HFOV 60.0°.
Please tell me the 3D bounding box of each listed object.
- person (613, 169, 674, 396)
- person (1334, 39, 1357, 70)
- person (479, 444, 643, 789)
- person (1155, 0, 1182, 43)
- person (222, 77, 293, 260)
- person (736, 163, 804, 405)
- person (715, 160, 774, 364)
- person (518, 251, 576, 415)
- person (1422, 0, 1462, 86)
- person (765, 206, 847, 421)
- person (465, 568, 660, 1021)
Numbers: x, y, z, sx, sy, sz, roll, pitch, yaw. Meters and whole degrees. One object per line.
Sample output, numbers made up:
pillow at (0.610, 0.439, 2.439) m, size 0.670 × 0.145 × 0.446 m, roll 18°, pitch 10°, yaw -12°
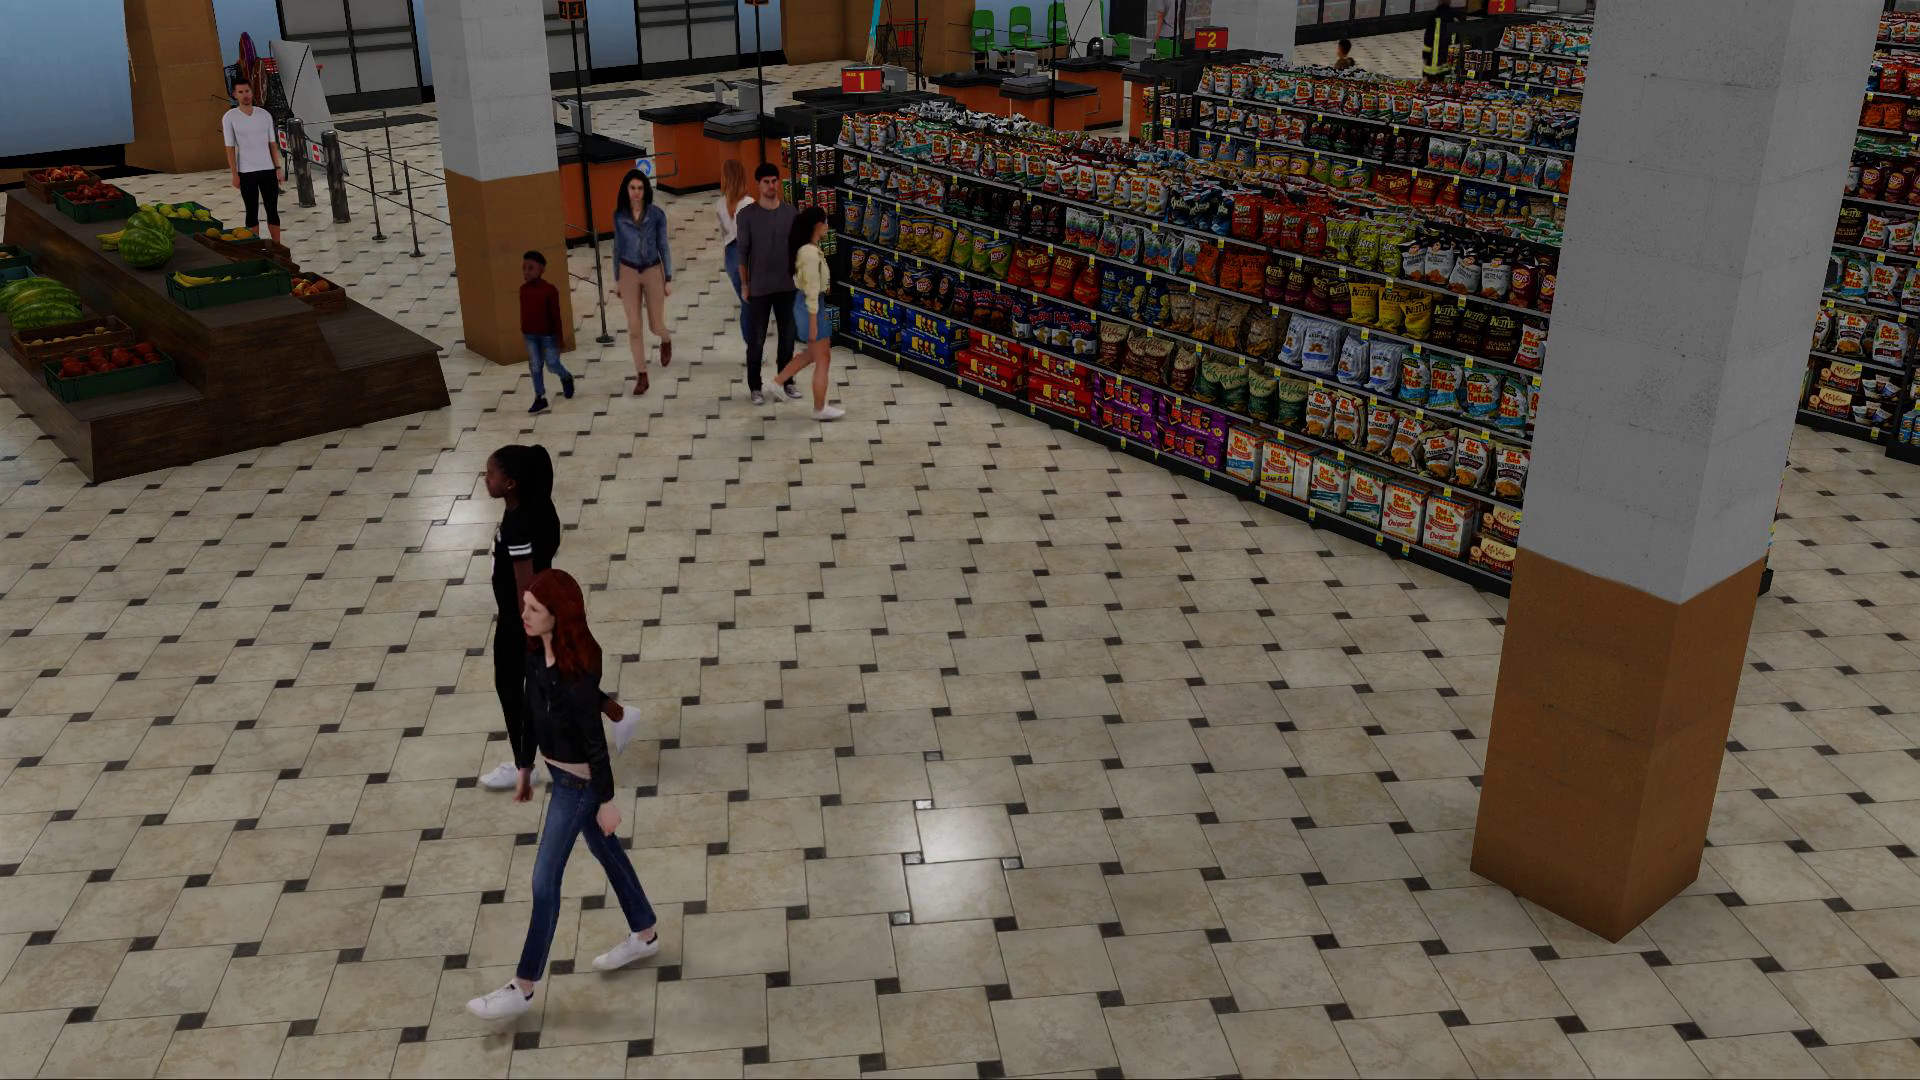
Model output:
person at (-2.499, -2.064, 13.194) m, size 0.960 × 1.756 × 1.027 m, roll 2°, pitch 24°, yaw 4°
person at (5.245, -6.114, 22.828) m, size 0.555 × 1.453 × 0.582 m, roll 21°, pitch 31°, yaw 39°
person at (-1.904, 0.369, 7.694) m, size 1.020 × 1.709 × 1.032 m, roll -2°, pitch 24°, yaw -5°
person at (3.495, -8.551, 27.851) m, size 0.669 × 1.890 × 0.563 m, roll -18°, pitch 29°, yaw -35°
person at (-7.207, -3.786, 17.010) m, size 0.652 × 1.852 × 0.542 m, roll -18°, pitch 30°, yaw -36°
person at (-1.471, -2.003, 12.934) m, size 0.717 × 1.853 × 0.622 m, roll -12°, pitch 26°, yaw -25°
person at (-1.815, -2.230, 13.631) m, size 0.780 × 1.710 × 0.846 m, roll 14°, pitch 27°, yaw 29°
person at (-3.185, -1.606, 12.788) m, size 0.731 × 1.243 × 0.757 m, roll 7°, pitch 25°, yaw 16°
person at (7.304, -7.365, 25.214) m, size 1.043 × 1.831 × 1.186 m, roll -5°, pitch 24°, yaw -10°
person at (-1.191, -1.692, 12.519) m, size 0.921 × 1.617 × 0.900 m, roll -4°, pitch 24°, yaw -9°
person at (-1.392, 0.924, 6.368) m, size 0.724 × 1.755 × 1.001 m, roll -16°, pitch 28°, yaw -32°
